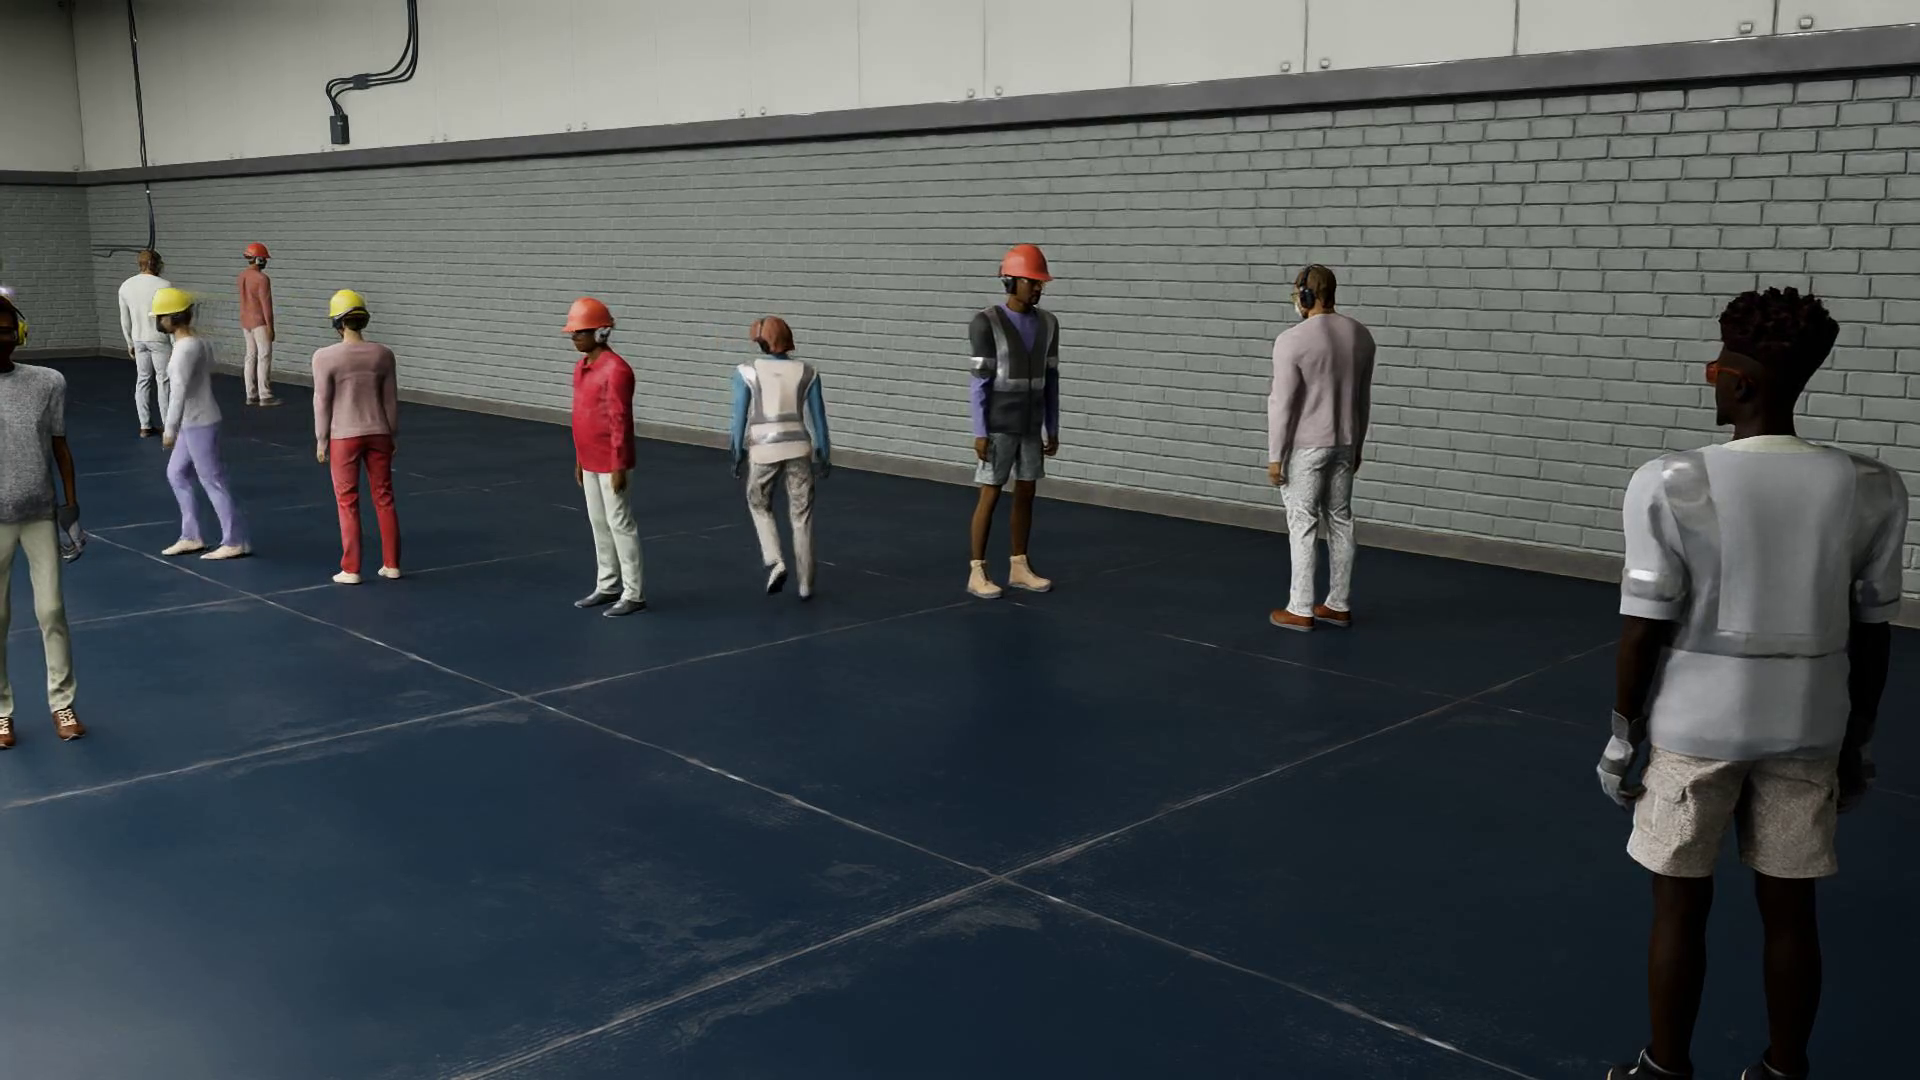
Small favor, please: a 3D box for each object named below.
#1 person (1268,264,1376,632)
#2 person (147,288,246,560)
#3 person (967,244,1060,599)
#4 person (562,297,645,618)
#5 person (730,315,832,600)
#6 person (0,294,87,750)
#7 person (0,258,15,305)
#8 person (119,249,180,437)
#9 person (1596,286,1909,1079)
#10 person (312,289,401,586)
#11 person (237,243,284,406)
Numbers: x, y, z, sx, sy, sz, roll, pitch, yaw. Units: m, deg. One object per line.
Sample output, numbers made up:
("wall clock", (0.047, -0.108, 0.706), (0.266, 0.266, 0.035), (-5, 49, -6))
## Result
("person", (1.883, -0.474, 8.740), (0.635, 1.931, 0.373), (-5, 12, -27))
("person", (-4.927, -0.722, 10.572), (0.656, 1.740, 0.555), (-4, 11, -19))
("person", (0.332, -0.666, 9.540), (0.620, 2.030, 0.453), (-7, 13, -34))
("person", (-1.979, -0.451, 9.120), (0.357, 1.743, 0.569), (-8, 13, -38))
("person", (-1.016, -0.461, 9.476), (0.611, 1.618, 0.372), (-3, 11, -15))
("person", (-3.845, -0.076, 6.768), (0.502, 1.861, 0.328), (-8, 13, -38))
("person", (-11.014, -2.289, 18.791), (0.761, 1.877, 0.405), (1, 10, 7))
("person", (-8.309, -2.018, 17.135), (0.632, 1.936, 0.359), (2, 11, 12))
("person", (1.766, 0.418, 3.764), (0.613, 1.965, 0.361), (1, 10, 4))
("person", (-3.606, -0.611, 9.954), (0.342, 1.756, 0.518), (9, 14, 41))
("person", (-8.591, -2.642, 20.404), (0.619, 1.985, 0.406), (8, 13, 37))
